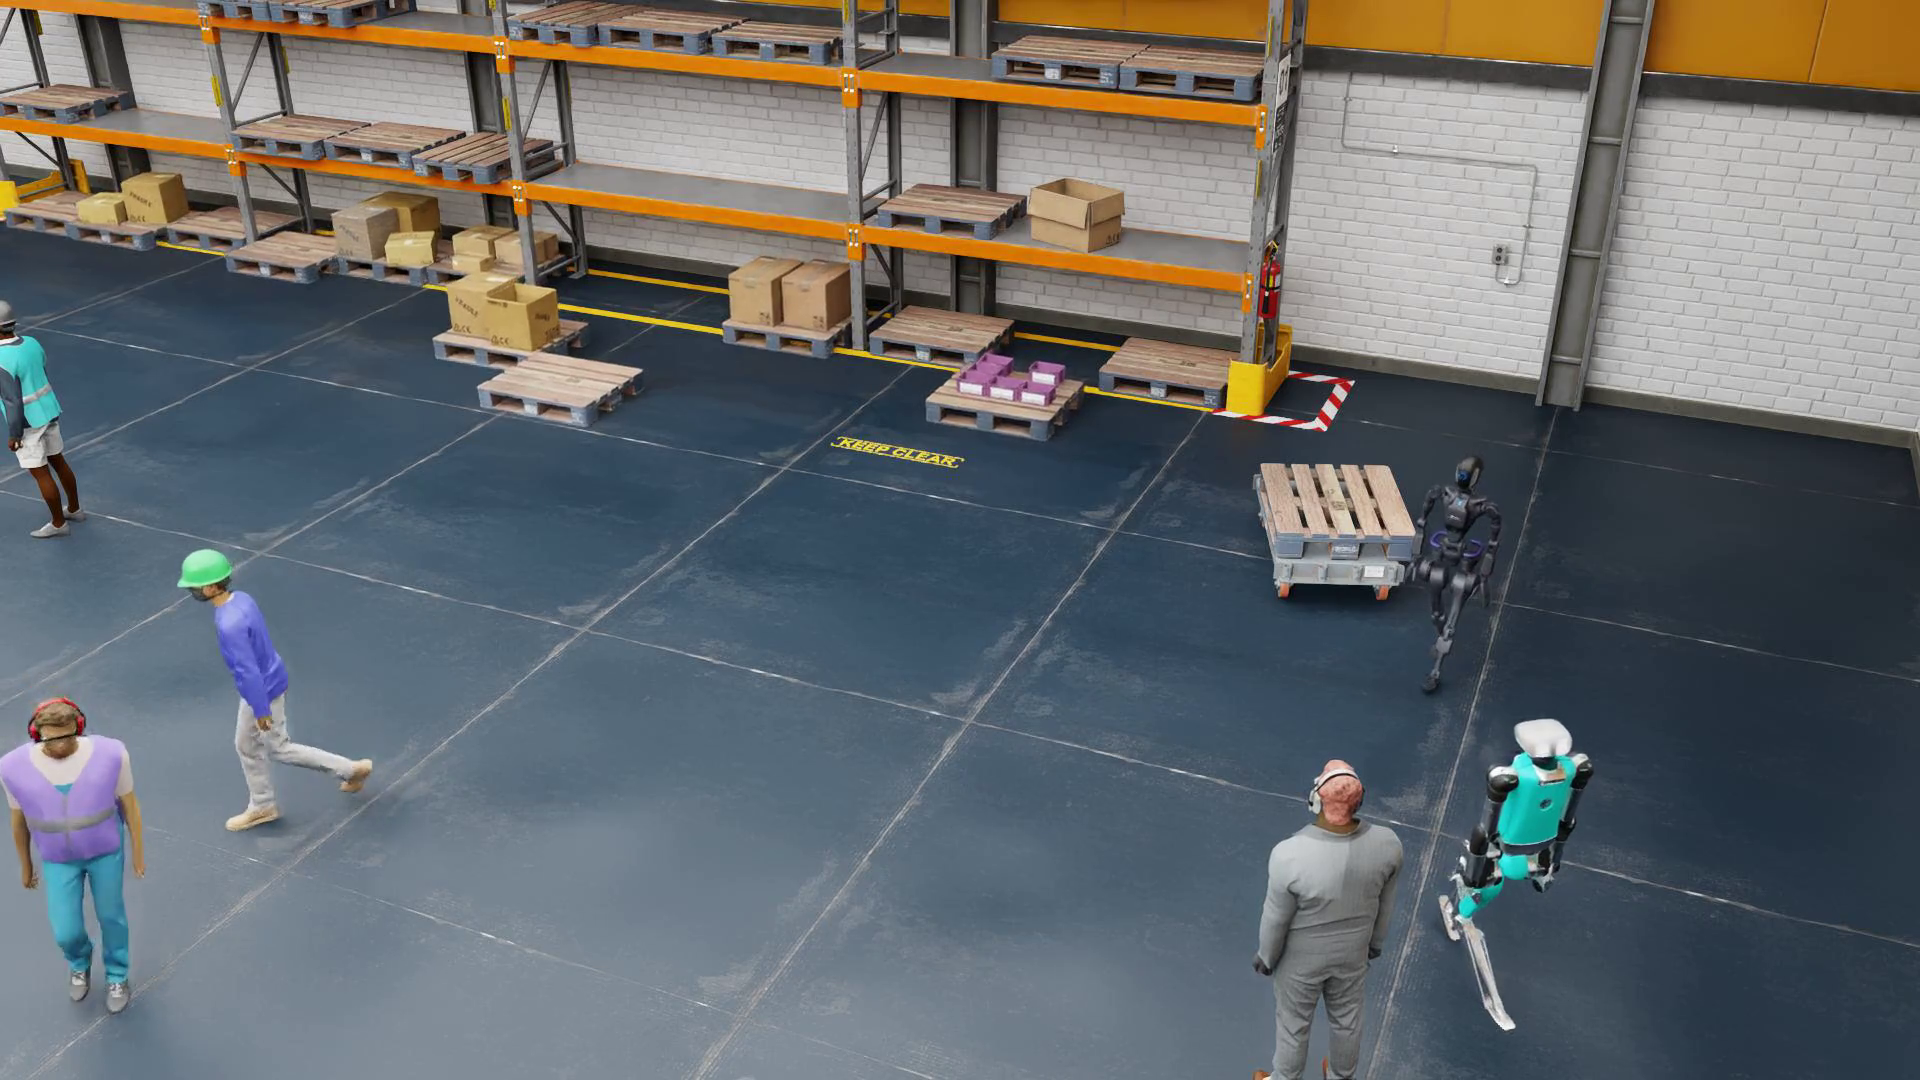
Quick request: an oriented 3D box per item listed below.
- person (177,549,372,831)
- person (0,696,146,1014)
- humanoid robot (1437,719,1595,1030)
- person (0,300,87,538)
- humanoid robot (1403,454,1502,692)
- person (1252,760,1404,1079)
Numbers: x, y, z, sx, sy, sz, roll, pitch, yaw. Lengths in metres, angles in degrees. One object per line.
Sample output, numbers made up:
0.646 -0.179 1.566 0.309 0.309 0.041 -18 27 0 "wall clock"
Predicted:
-3.954 0.839 9.606 0.788 1.831 0.479 -12 29 -21 "person"
-4.324 1.556 8.220 0.611 1.820 0.457 -11 29 -21 "person"
2.658 1.501 8.466 0.530 1.771 0.994 -7 28 -13 "humanoid robot"
-7.216 -0.943 12.938 0.428 1.938 0.565 1 27 2 "person"
3.284 0.171 11.113 0.599 1.623 0.785 17 32 30 "humanoid robot"
1.644 1.828 7.601 0.635 1.910 0.408 -6 28 -11 "person"
